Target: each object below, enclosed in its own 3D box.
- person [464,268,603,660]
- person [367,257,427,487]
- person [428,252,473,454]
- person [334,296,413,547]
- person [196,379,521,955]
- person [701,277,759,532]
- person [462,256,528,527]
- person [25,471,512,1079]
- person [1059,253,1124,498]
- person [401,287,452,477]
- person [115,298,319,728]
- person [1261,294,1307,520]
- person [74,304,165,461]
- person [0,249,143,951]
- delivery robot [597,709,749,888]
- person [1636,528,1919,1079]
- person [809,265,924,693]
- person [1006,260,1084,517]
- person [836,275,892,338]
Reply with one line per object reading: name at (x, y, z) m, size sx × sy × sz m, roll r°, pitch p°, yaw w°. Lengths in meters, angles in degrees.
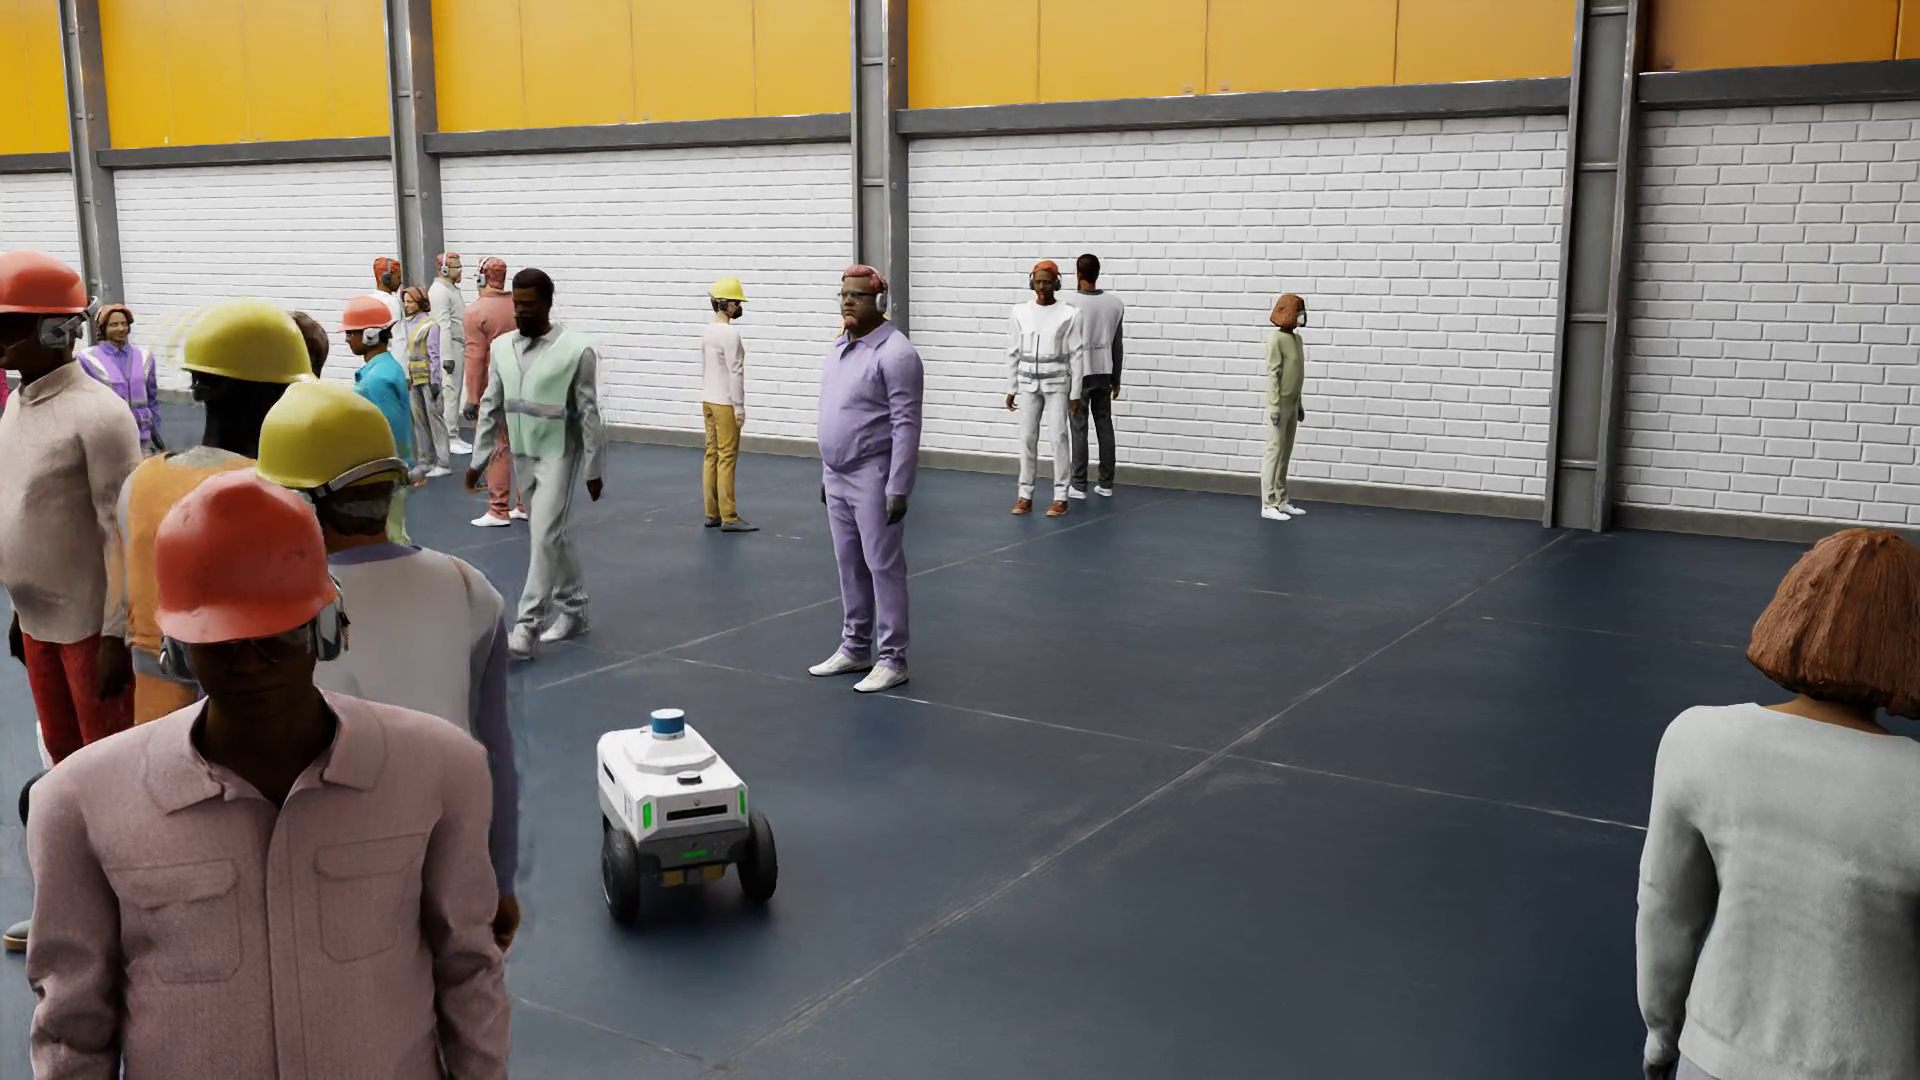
person at (-2.109, -0.366, 8.110) m, size 0.596 × 1.883 × 0.896 m, roll 5°, pitch 12°, yaw 28°
person at (-4.684, -1.372, 13.661) m, size 0.573 × 1.886 × 0.353 m, roll 10°, pitch 14°, yaw 44°
person at (-4.820, -1.774, 15.831) m, size 0.408 × 1.906 × 0.654 m, roll -2°, pitch 10°, yaw -10°
person at (-2.890, -0.333, 8.273) m, size 0.337 × 1.748 × 0.575 m, roll -3°, pitch 11°, yaw -17°
person at (-1.087, 0.610, 2.976) m, size 0.950 × 1.790 × 0.598 m, roll 5°, pitch 11°, yaw 26°
person at (-1.630, -0.940, 11.608) m, size 0.329 × 1.765 × 0.526 m, roll -6°, pitch 12°, yaw -31°
person at (-3.282, -1.045, 11.792) m, size 0.400 × 1.910 × 0.643 m, roll 6°, pitch 12°, yaw 29°
person at (-0.843, 0.780, 2.104) m, size 0.563 × 1.751 × 0.330 m, roll -5°, pitch 11°, yaw -26°
person at (1.020, -1.282, 13.072) m, size 0.597 × 1.916 × 0.370 m, roll -5°, pitch 11°, yaw -25°
person at (-4.605, -1.351, 14.273) m, size 0.506 × 1.632 × 0.317 m, roll 9°, pitch 14°, yaw 41°
person at (-1.541, 0.451, 3.515) m, size 0.628 × 1.905 × 0.545 m, roll 6°, pitch 12°, yaw 29°
person at (2.374, -0.969, 12.130) m, size 0.285 × 1.633 × 0.497 m, roll 7°, pitch 12°, yaw 32°
person at (-5.124, -0.618, 10.164) m, size 0.315 × 1.641 × 0.515 m, roll 7°, pitch 12°, yaw 34°
person at (-2.463, 0.209, 4.598) m, size 0.609 × 1.996 × 0.383 m, roll 8°, pitch 13°, yaw 37°
delivery robot at (-0.908, 0.773, 5.207) m, size 0.477 × 0.478 × 0.707 m, roll -4°, pitch 11°, yaw -23°
person at (1.208, 0.790, 2.379) m, size 0.268 × 1.632 × 0.506 m, roll -8°, pitch 13°, yaw -36°
person at (-0.447, -0.274, 7.521) m, size 0.409 × 1.907 × 0.651 m, roll -8°, pitch 13°, yaw -36°
person at (0.627, -1.110, 12.238) m, size 0.580 × 1.879 × 0.348 m, roll 5°, pitch 11°, yaw 24°
person at (-0.687, -1.025, 11.874) m, size 0.430 × 1.841 × 0.624 m, roll -3°, pitch 11°, yaw -17°
